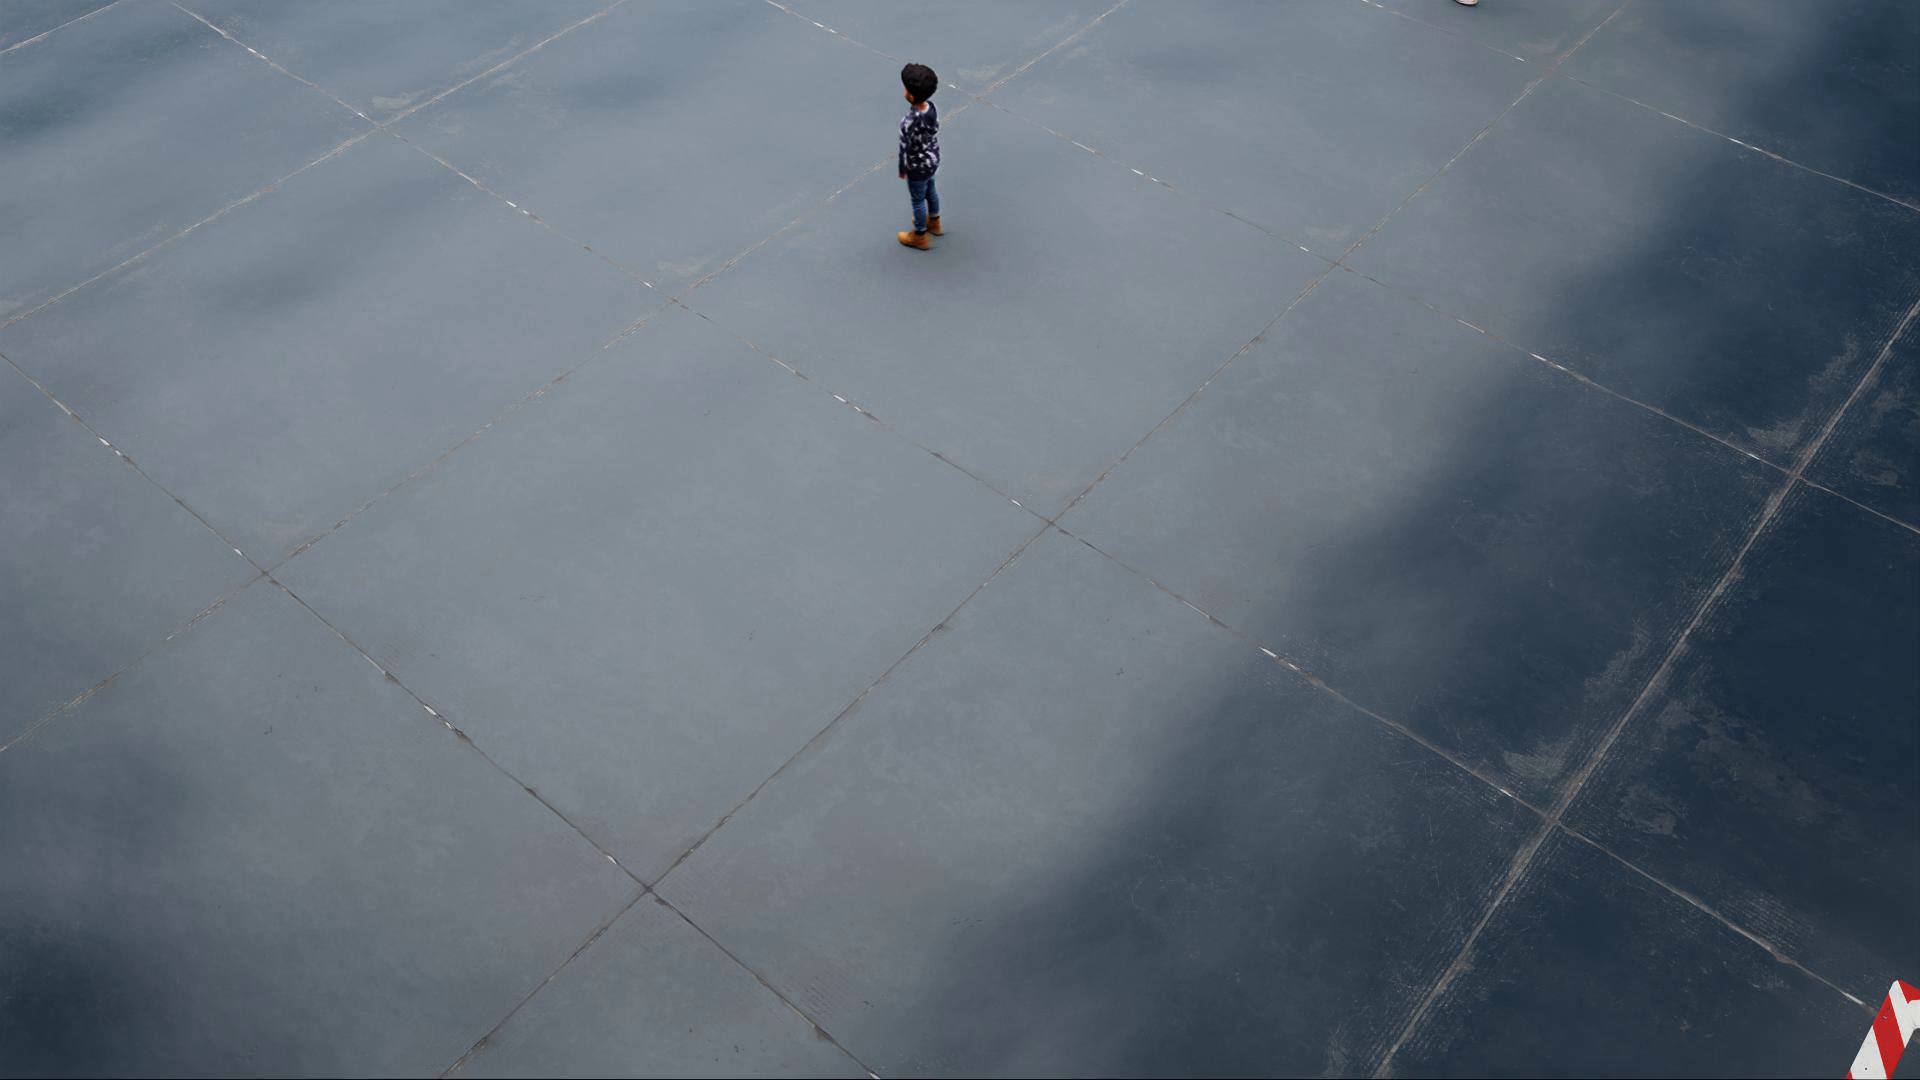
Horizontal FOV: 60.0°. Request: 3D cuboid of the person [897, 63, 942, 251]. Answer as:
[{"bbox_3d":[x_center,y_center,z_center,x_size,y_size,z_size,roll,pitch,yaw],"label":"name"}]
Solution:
[{"bbox_3d":[-0.250,-2.408,10.442,0.505,1.247,0.513,24,52,20],"label":"person"}]
